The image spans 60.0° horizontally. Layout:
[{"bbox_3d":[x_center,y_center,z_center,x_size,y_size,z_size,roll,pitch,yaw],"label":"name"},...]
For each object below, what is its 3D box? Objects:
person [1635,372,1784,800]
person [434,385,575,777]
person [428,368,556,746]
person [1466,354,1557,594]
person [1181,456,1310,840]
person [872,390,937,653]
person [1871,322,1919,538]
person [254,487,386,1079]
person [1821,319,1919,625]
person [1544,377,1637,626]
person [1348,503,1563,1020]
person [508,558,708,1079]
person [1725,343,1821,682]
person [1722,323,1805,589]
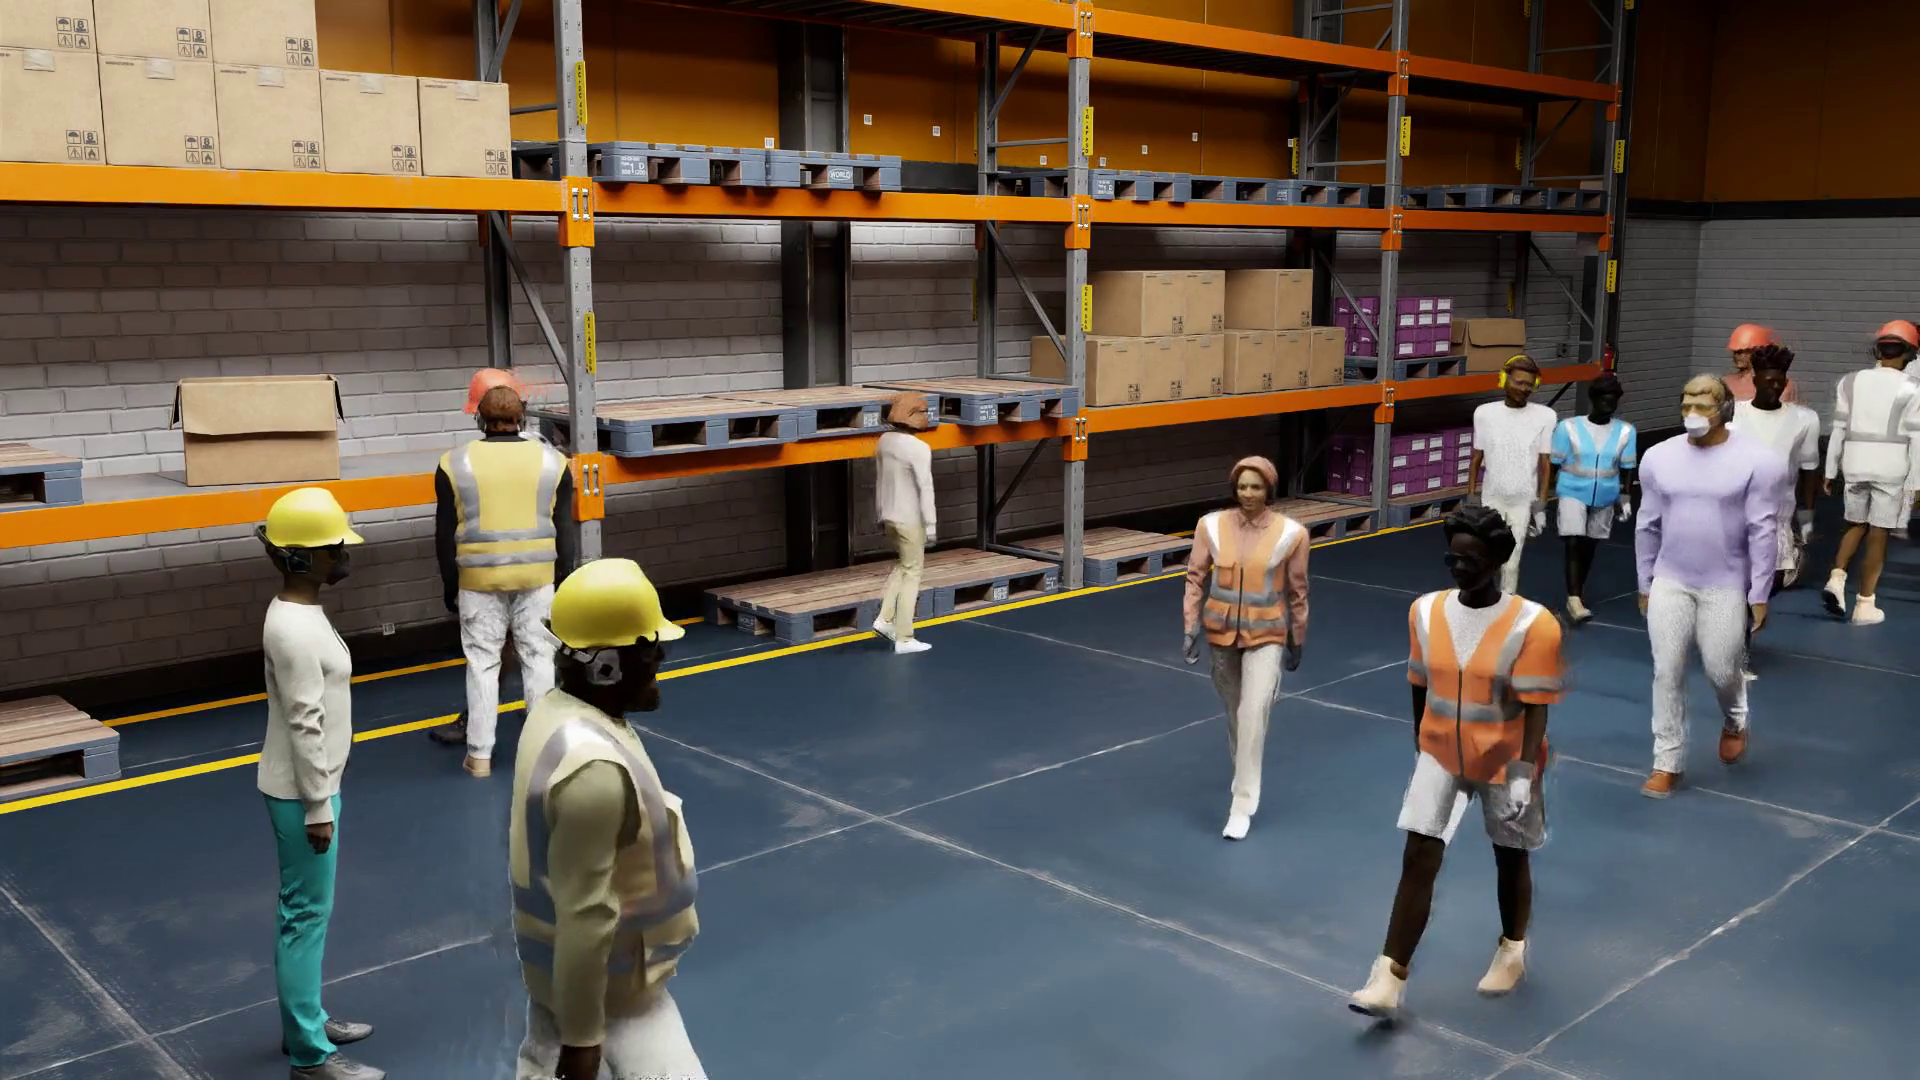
[{"bbox_3d":[3.388,0.192,7.550,0.632,1.923,0.708,9,13,41],"label":"person"},{"bbox_3d":[-2.124,0.194,7.814,0.627,1.840,0.429,-4,10,-22],"label":"person"},{"bbox_3d":[-2.229,0.071,8.408,0.961,1.885,0.565,-7,12,-35],"label":"person"},{"bbox_3d":[3.357,-0.219,10.189,0.508,1.846,0.422,3,10,19],"label":"person"},{"bbox_3d":[1.245,0.418,7.208,0.508,1.592,0.894,4,11,24],"label":"person"},{"bbox_3d":[-0.306,-0.108,10.196,0.342,1.619,0.528,-7,12,-36],"label":"person"},{"bbox_3d":[8.135,-0.959,14.470,0.603,1.862,0.599,0,10,-2],"label":"person"},{"bbox_3d":[-1.895,0.723,4.913,0.331,1.768,0.526,-4,10,-22],"label":"person"},{"bbox_3d":[6.039,-0.436,10.958,0.526,2.016,0.654,-6,12,-33],"label":"person"},{"bbox_3d":[4.164,-0.259,11.003,0.583,1.633,0.864,1,10,6],"label":"person"},{"bbox_3d":[1.583,0.721,5.239,0.547,1.652,0.882,8,13,40],"label":"person"},{"bbox_3d":[-0.793,0.919,3.717,0.924,1.786,0.611,-4,10,-20],"label":"person"},{"bbox_3d":[4.639,-0.187,9.716,0.615,1.943,0.727,2,10,13],"label":"person"},{"bbox_3d":[5.668,-0.560,11.868,0.864,1.973,0.617,-5,11,-26],"label":"person"}]
